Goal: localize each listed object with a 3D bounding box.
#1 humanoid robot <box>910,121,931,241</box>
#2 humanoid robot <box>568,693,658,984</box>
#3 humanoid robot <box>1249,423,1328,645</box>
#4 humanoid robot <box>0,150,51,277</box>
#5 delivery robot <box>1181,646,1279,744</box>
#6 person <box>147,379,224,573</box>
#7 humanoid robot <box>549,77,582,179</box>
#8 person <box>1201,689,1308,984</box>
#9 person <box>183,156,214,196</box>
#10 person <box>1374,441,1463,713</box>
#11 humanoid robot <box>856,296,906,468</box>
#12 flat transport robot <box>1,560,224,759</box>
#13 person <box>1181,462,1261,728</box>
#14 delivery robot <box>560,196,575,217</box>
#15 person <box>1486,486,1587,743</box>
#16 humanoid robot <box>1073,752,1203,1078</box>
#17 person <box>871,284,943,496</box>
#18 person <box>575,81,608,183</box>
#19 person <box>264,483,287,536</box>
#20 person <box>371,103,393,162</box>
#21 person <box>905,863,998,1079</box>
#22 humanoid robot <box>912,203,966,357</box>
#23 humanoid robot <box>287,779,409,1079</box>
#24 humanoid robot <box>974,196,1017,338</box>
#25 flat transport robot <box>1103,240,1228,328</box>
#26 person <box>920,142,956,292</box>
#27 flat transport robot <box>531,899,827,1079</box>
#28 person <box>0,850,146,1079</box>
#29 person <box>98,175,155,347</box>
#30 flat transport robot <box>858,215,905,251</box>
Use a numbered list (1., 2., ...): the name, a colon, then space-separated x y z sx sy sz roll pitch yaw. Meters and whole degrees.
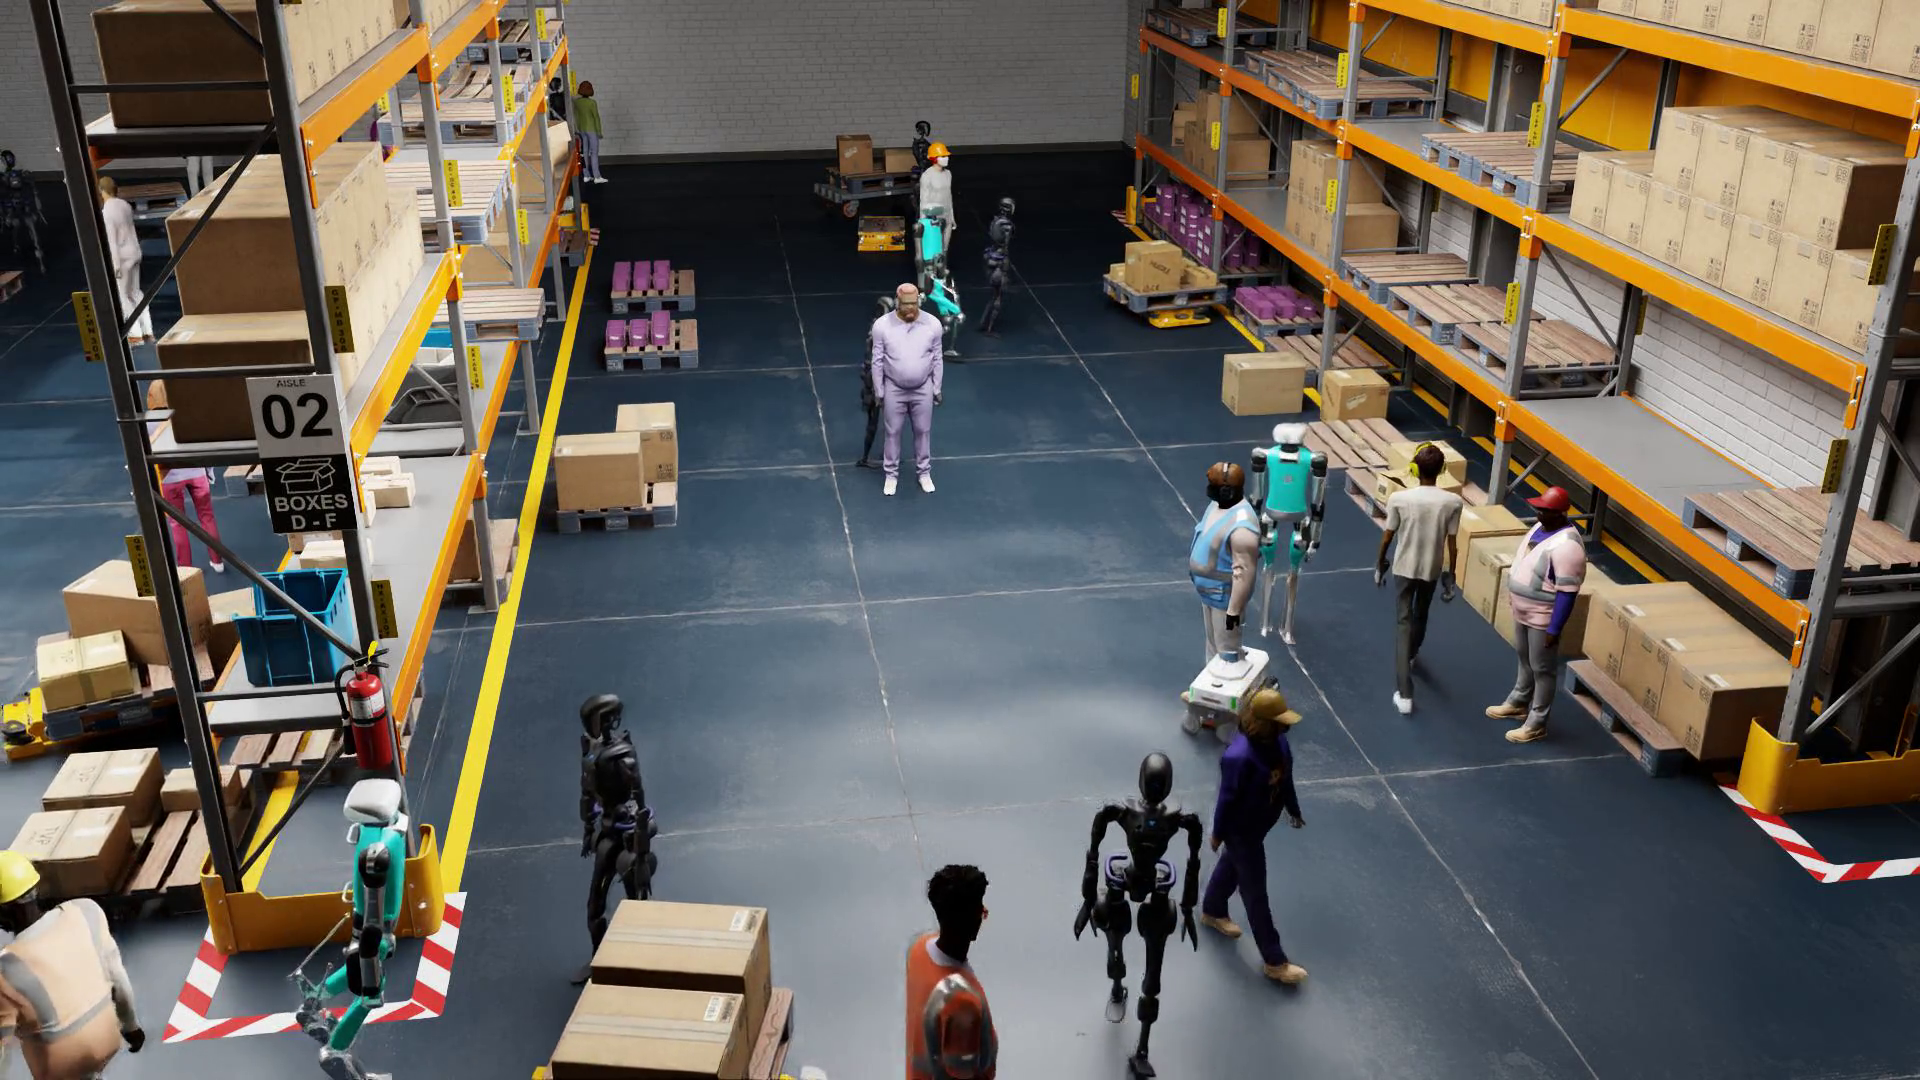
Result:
1. humanoid robot: -0.535 -5.077 23.474 0.315 1.657 0.599 2 24 4
2. humanoid robot: -1.722 1.539 8.462 0.598 1.651 0.613 -21 31 -39
3. humanoid robot: 2.349 -0.053 12.028 0.543 1.816 0.731 6 24 12
4. humanoid robot: -12.285 -4.264 21.705 0.584 1.631 0.786 -22 32 -40
5. delivery robot: 1.795 0.985 11.096 0.519 0.609 0.781 12 26 25
6. person: -6.112 -0.474 13.066 0.499 1.628 0.291 -17 29 -34
7. humanoid robot: -6.538 -6.795 27.430 0.618 1.642 0.360 21 31 39
8. person: 1.583 1.500 8.618 0.831 1.584 0.499 20 31 38
9. person: -11.627 -6.003 25.400 0.429 1.841 0.633 14 27 29
10. person: 3.095 0.198 11.310 0.511 1.815 0.984 2 24 5
11. humanoid robot: -0.739 -1.456 15.278 0.419 1.649 0.609 14 27 29
12. flat transport robot: -5.634 1.085 11.207 1.431 0.231 0.659 -12 27 -26
13. person: 1.715 0.350 10.930 0.431 1.840 0.620 -3 24 -7
14. delivery robot: -5.991 -4.846 24.344 0.753 0.579 0.499 -5 24 -12
15. person: 3.732 0.470 10.759 0.419 1.755 0.611 -2 24 -4
16. humanoid robot: 0.849 1.753 7.979 0.599 1.622 0.775 1 24 2
17. person: -0.456 -1.325 14.665 0.640 1.906 0.411 -4 24 -9
18. person: -6.045 -6.660 27.150 0.497 1.633 0.284 15 28 30
19. person: -5.666 -0.893 13.874 0.565 1.745 0.347 -19 30 -37
20. person: -8.321 -5.427 24.107 0.429 1.828 0.519 -15 28 -31
21. person: -0.094 2.195 6.621 0.729 1.928 0.663 -5 24 -12
22. humanoid robot: -0.169 -2.794 18.226 1.023 1.730 0.561 15 28 30
23. humanoid robot: -2.810 1.933 7.569 0.763 1.837 0.534 -4 24 -9
24. humanoid robot: 0.421 -3.143 19.088 0.424 1.631 0.614 -6 24 -14
25. flat transport robot: 2.430 -2.866 20.208 0.659 0.231 1.431 -7 25 -16
26. person: -0.282 -4.013 20.797 0.346 1.898 0.580 19 30 37
27. flat transport robot: -1.351 2.666 7.605 1.431 0.231 0.659 2 24 5
28. person: -3.759 2.105 6.879 1.003 1.862 0.616 6 24 13
29. person: -9.491 -3.167 18.873 0.434 1.894 0.674 0 24 0
30. flat transport robot: -1.111 -4.354 23.598 0.659 0.231 1.431 -1 24 -2
